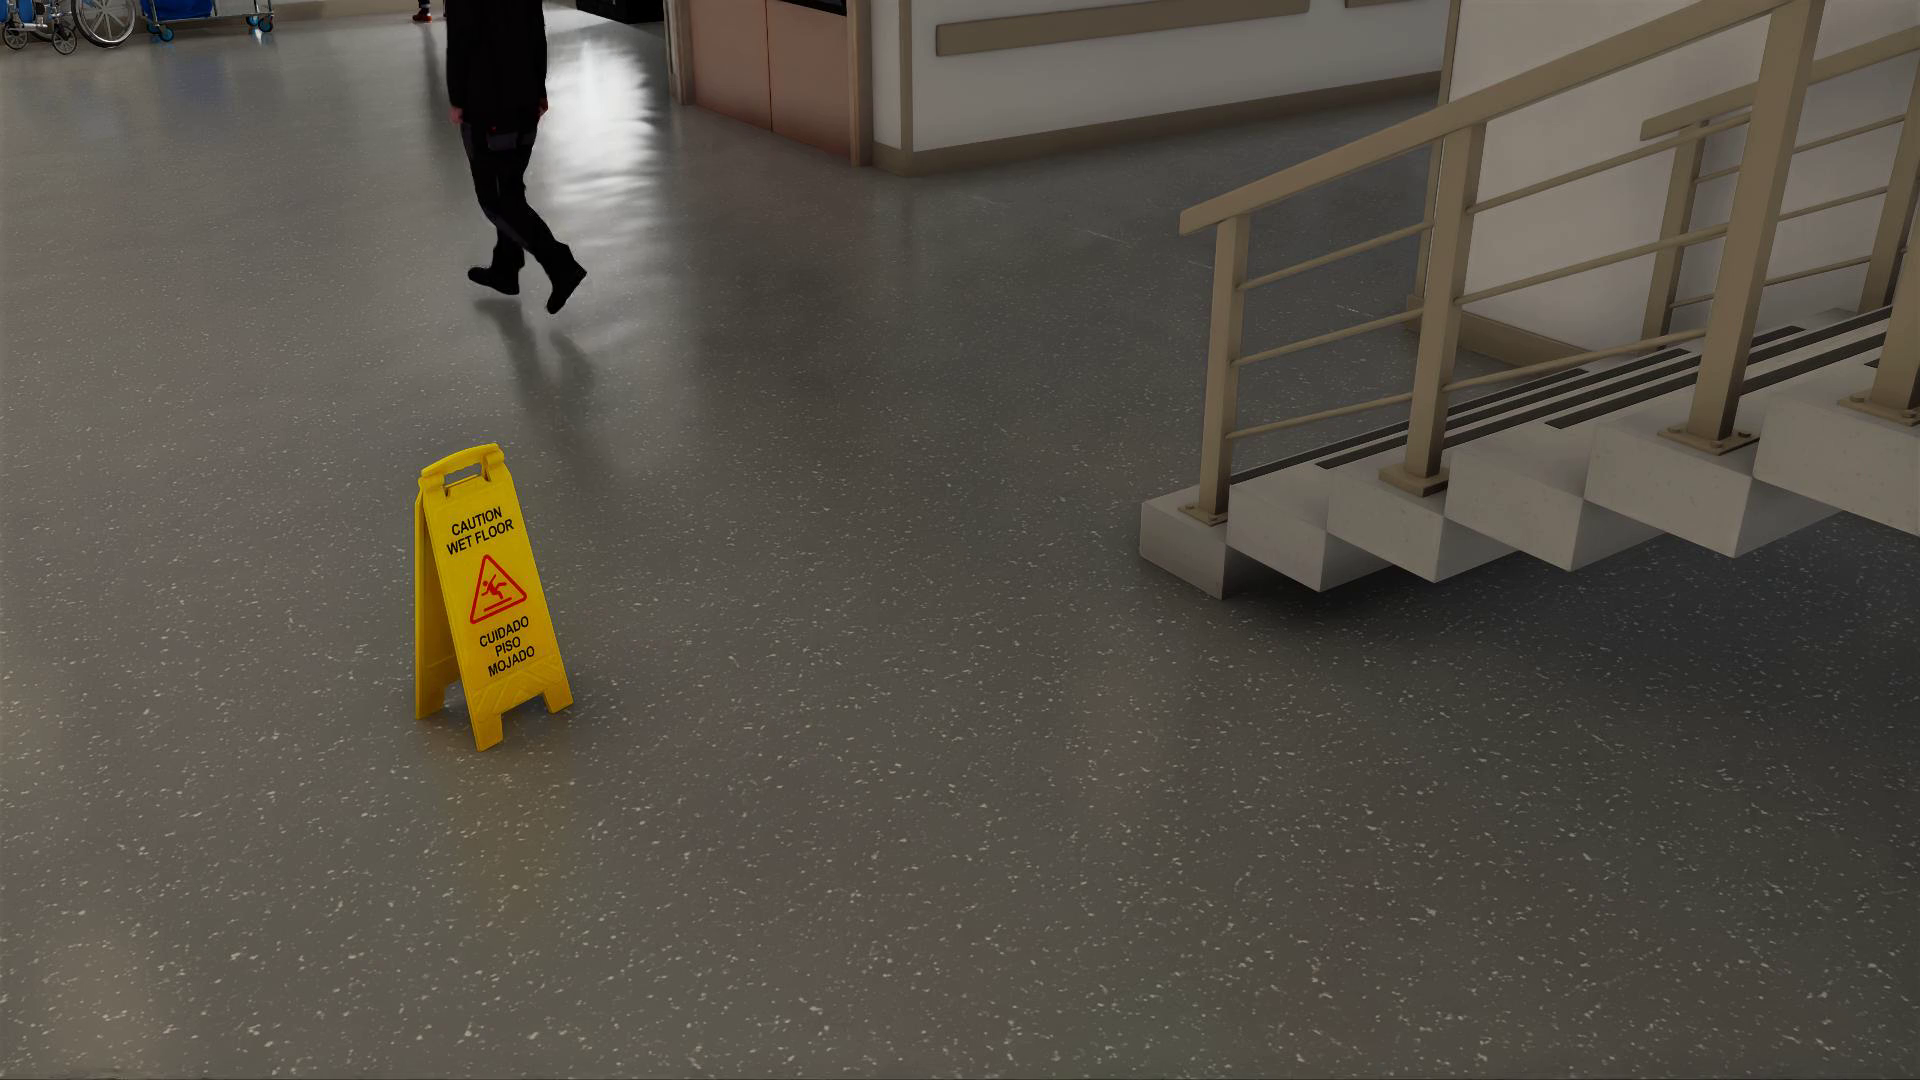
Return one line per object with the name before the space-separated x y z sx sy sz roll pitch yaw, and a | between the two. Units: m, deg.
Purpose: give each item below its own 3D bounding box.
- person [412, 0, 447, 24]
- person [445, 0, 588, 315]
person | -5.086 -5.867 15.753 0.690 1.818 0.590 -18 31 -33
person | -2.054 -1.962 7.578 1.259 1.885 1.024 14 29 26
